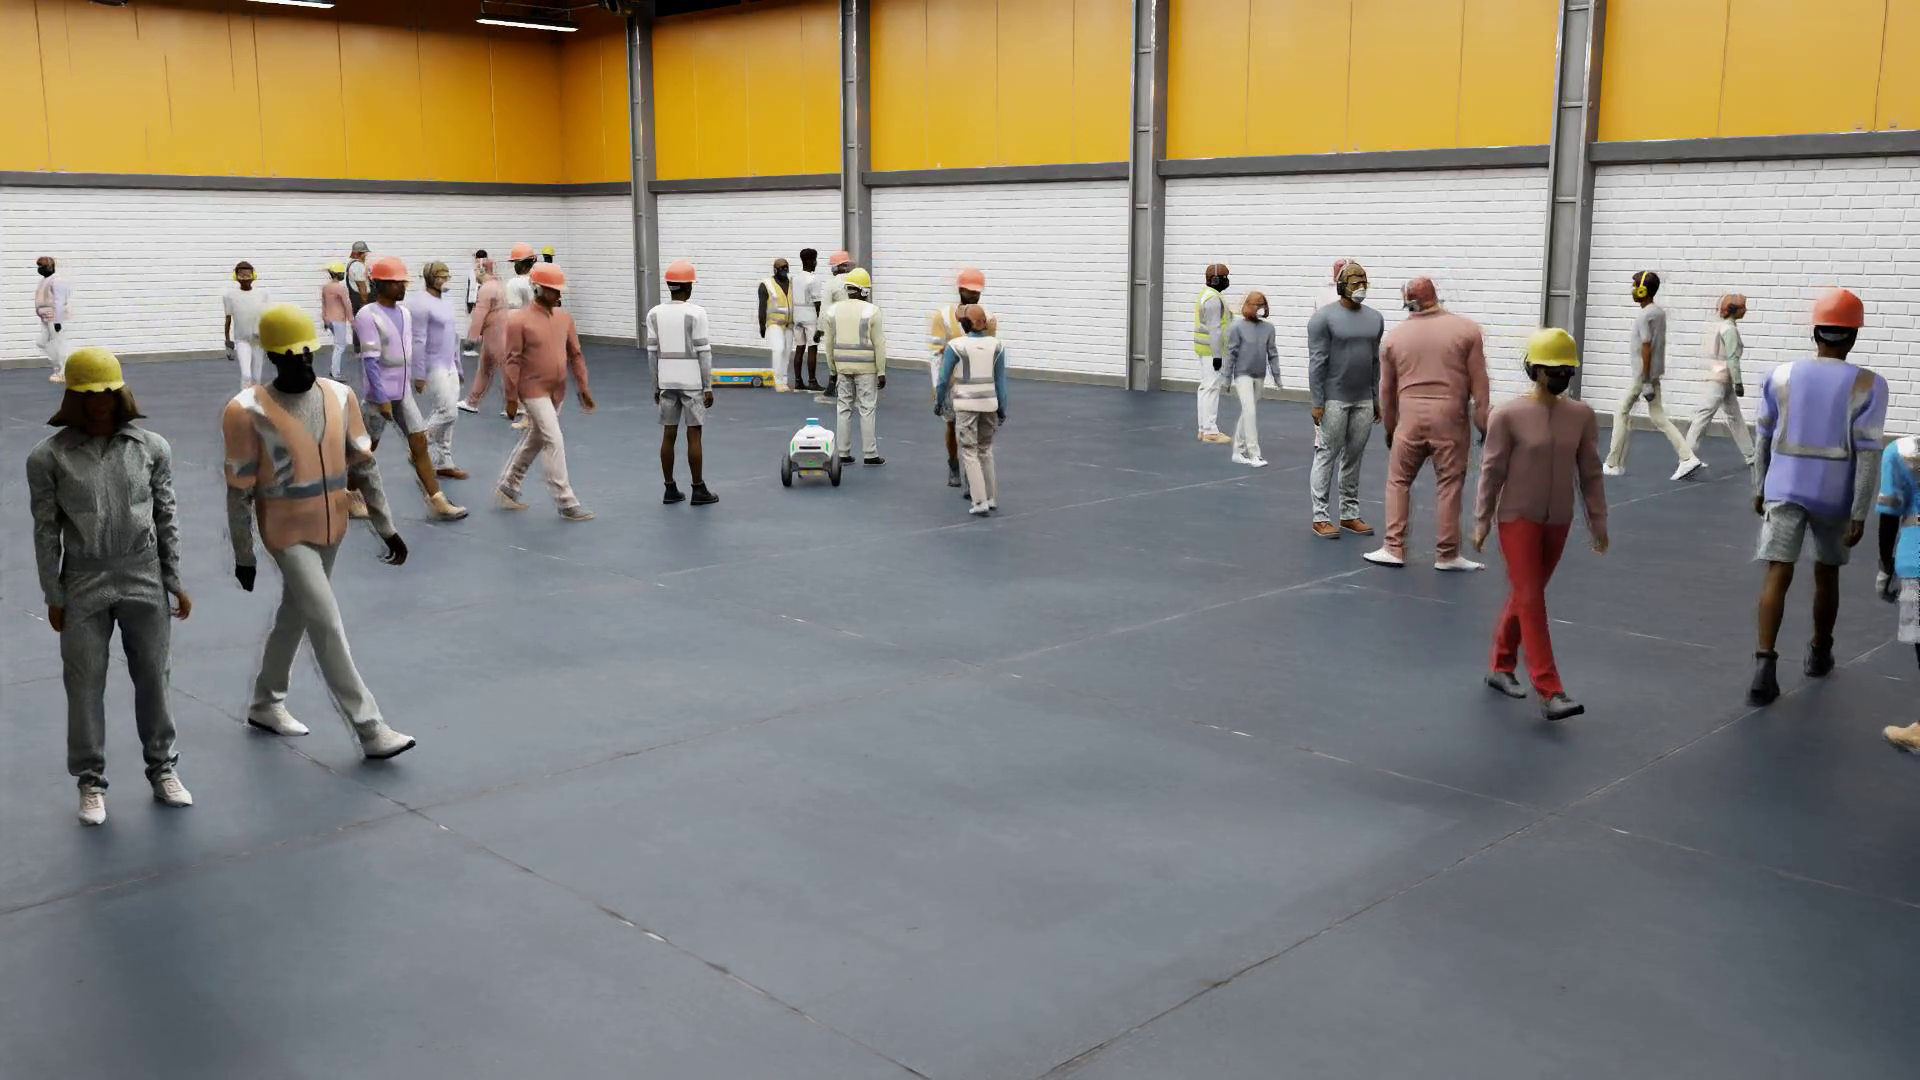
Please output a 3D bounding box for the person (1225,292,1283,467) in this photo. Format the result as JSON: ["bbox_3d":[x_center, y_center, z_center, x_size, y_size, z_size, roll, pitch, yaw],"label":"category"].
[{"bbox_3d":[2.741,-1.467,15.303,0.515,1.600,0.759,-5,12,-27],"label":"person"}]

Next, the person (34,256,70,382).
[{"bbox_3d":[-13.216,-3.208,24.216,0.649,1.826,0.451,10,14,43],"label":"person"}]

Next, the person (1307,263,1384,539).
[{"bbox_3d":[2.738,-0.983,11.785,0.632,1.940,0.372,-5,12,-26],"label":"person"}]

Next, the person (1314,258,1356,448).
[{"bbox_3d":[3.782,-1.834,16.514,0.403,1.906,0.652,-4,11,-21],"label":"person"}]

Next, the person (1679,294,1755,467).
[{"bbox_3d":[7.062,-1.442,15.225,0.856,1.593,0.538,4,11,19],"label":"person"}]

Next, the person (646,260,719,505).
[{"bbox_3d":[-2.197,-1.241,13.187,0.542,1.939,0.365,4,11,21],"label":"person"}]

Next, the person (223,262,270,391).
[{"bbox_3d":[-7.930,-2.182,18.630,0.489,1.833,0.728,-7,13,-35],"label":"person"}]

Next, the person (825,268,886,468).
[{"bbox_3d":[-0.941,-1.582,15.341,0.600,1.829,0.404,5,11,25],"label":"person"}]

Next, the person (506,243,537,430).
[{"bbox_3d":[-4.754,-2.223,18.264,0.379,2.041,0.614,5,12,27],"label":"person"}]

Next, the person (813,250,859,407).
[{"bbox_3d":[-1.460,-2.641,20.809,0.990,1.953,0.609,7,12,32],"label":"person"}]

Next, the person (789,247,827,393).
[{"bbox_3d":[-2.070,-2.980,22.598,0.614,1.963,0.362,9,14,41],"label":"person"}]

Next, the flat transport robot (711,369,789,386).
[{"bbox_3d":[-3.169,-2.316,23.602,1.431,0.197,0.652,0,10,-1],"label":"flat transport robot"}]

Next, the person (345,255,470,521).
[{"bbox_3d":[-4.237,-1.109,12.372,1.073,1.991,0.621,4,11,19],"label":"person"}]

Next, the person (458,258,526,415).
[{"bbox_3d":[-5.618,-2.395,19.712,0.970,1.856,0.654,-1,10,-7],"label":"person"}]

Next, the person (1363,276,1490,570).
[{"bbox_3d":[2.995,-0.730,10.606,0.751,1.875,0.421,6,12,29],"label":"person"}]

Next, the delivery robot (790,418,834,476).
[{"bbox_3d":[-1.271,-0.810,14.358,0.477,0.478,0.707,0,10,-1],"label":"delivery robot"}]

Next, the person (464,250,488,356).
[{"bbox_3d":[-8.518,-4.228,29.683,0.598,1.867,0.994,9,14,42],"label":"person"}]

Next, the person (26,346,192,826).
[{"bbox_3d":[-3.089,0.162,6.080,0.491,1.742,0.302,-9,14,-40],"label":"person"}]

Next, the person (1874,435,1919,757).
[{"bbox_3d":[3.872,0.131,6.479,0.535,1.657,0.810,2,11,9],"label":"person"}]

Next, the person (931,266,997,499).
[{"bbox_3d":[0.030,-1.320,13.789,0.553,1.891,1.004,-1,10,-3],"label":"person"}]

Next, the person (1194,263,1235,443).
[{"bbox_3d":[2.634,-1.926,17.189,0.429,1.843,0.630,0,10,0],"label":"person"}]

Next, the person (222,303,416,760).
[{"bbox_3d":[-2.674,-0.035,6.823,1.044,1.862,0.595,5,12,26],"label":"person"}]

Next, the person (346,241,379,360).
[{"bbox_3d":[-10.278,-4.133,28.679,0.536,2.000,0.684,-6,12,-31],"label":"person"}]

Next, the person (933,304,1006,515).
[{"bbox_3d":[0.107,-0.994,12.728,0.530,1.615,0.534,-6,12,-29],"label":"person"}]

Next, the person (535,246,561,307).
[{"bbox_3d":[-7.999,-4.745,32.372,0.582,1.919,0.391,6,12,31],"label":"person"}]

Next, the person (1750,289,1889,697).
[{"bbox_3d":[3.980,-0.216,7.773,0.563,1.894,1.013,7,13,35],"label":"person"}]

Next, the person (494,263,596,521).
[{"bbox_3d":[-3.210,-1.137,12.656,1.037,1.946,0.621,6,12,29],"label":"person"}]

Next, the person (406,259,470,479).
[{"bbox_3d":[-4.509,-1.464,14.451,0.431,1.928,0.632,1,10,6],"label":"person"}]

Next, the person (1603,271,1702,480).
[{"bbox_3d":[6.074,-1.441,14.592,0.514,1.836,0.925,-10,14,-44],"label":"person"}]

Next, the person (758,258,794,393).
[{"bbox_3d":[-2.367,-2.904,22.599,0.631,1.821,0.701,-7,13,-34],"label":"person"}]

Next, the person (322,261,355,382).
[{"bbox_3d":[-9.037,-3.166,24.199,0.525,1.753,0.454,8,13,37],"label":"person"}]

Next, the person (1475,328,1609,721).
[{"bbox_3d":[2.617,-0.073,7.391,0.549,1.714,0.891,-3,11,-14],"label":"person"}]
